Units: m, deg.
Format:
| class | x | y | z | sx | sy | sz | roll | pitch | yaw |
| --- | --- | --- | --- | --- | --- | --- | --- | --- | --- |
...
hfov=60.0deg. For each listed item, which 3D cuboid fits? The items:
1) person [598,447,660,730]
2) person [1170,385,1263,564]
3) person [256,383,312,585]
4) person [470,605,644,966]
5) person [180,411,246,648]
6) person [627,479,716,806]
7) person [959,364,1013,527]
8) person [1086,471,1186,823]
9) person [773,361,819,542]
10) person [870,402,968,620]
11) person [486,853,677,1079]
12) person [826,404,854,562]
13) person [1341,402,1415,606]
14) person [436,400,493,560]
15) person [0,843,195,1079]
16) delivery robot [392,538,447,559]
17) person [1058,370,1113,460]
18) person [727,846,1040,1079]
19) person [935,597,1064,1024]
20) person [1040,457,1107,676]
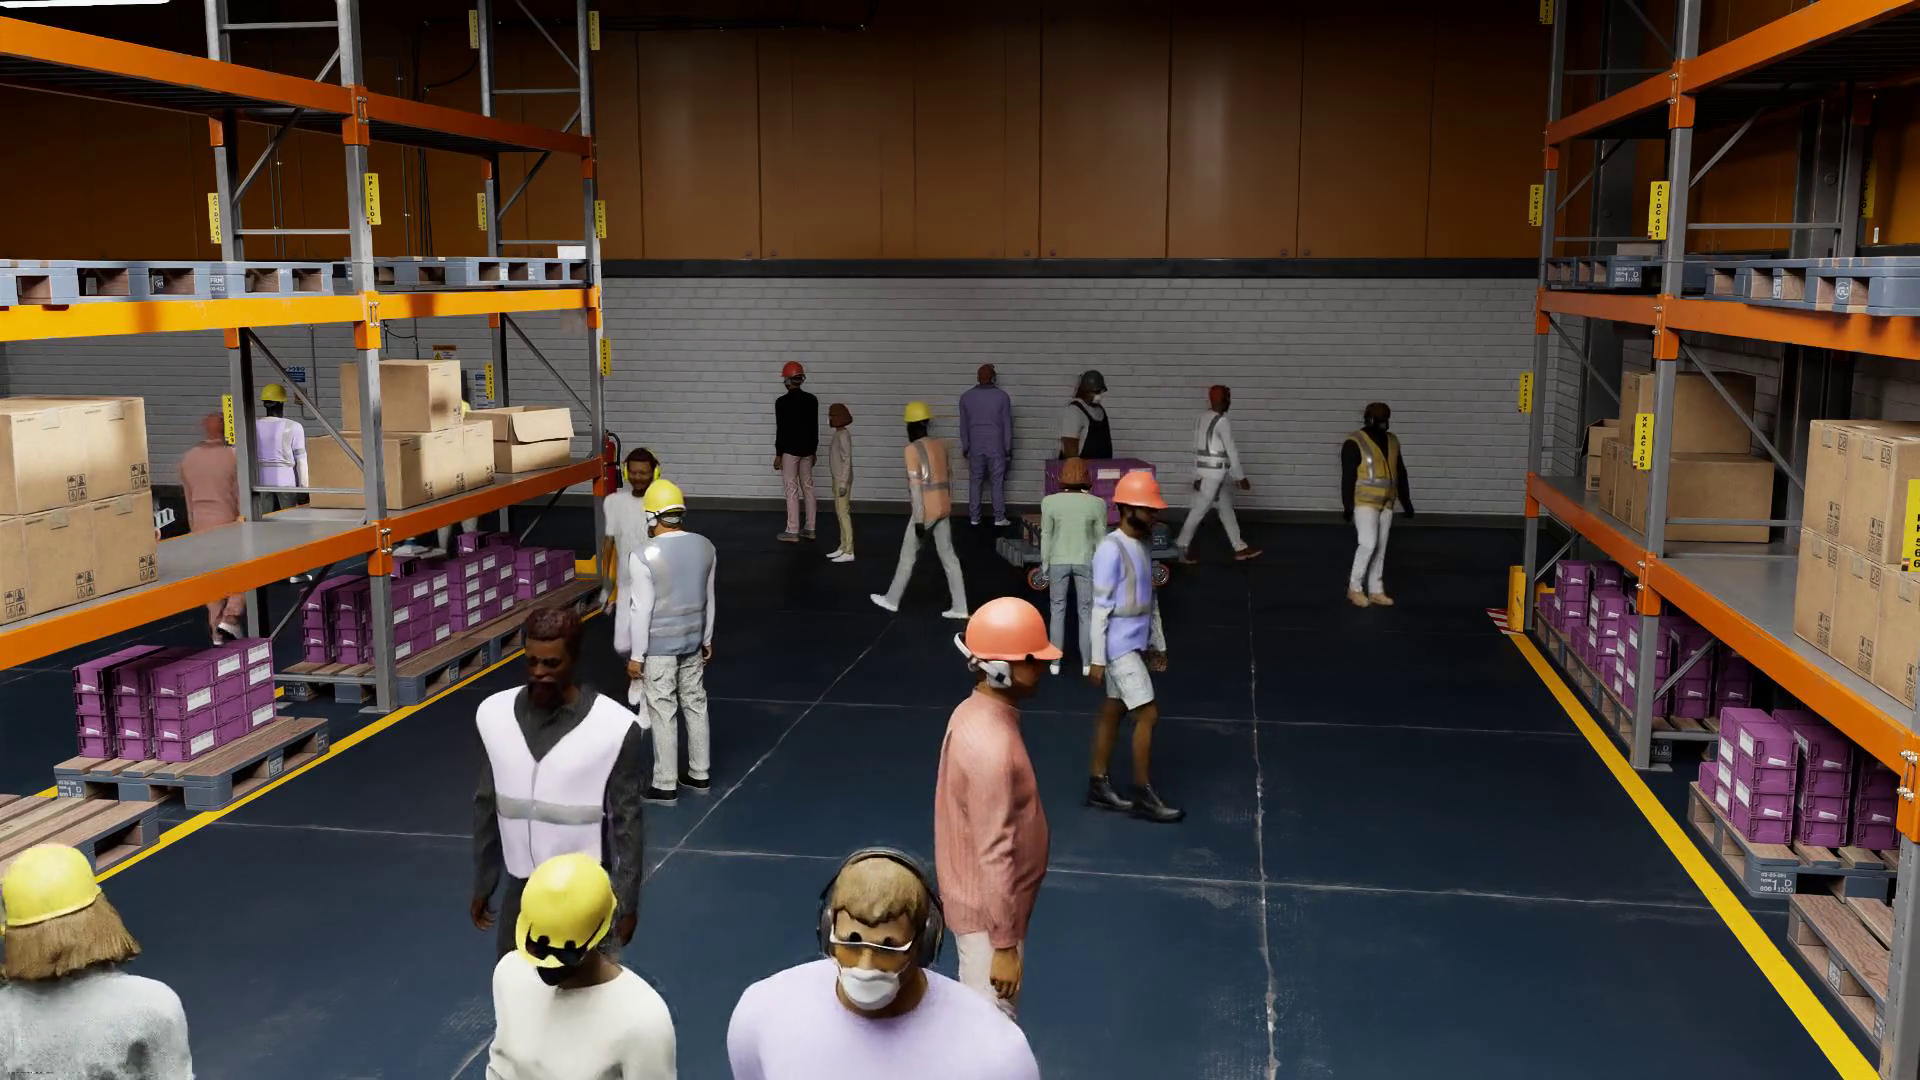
| class | x | y | z | sx | sy | sz | roll | pitch | yaw |
| --- | --- | --- | --- | --- | --- | --- | --- | --- | --- |
| person | -2.111 | 0.295 | 11.004 | 0.549 | 1.855 | 0.569 | 0 | 9 | -3 |
| person | 2.612 | -0.663 | 17.020 | 1.022 | 1.831 | 0.585 | -1 | 9 | -8 |
| person | -6.501 | -0.528 | 15.853 | 0.595 | 1.925 | 0.373 | 0 | 9 | -3 |
| person | -1.342 | 1.139 | 5.634 | 0.615 | 1.904 | 0.648 | 2 | 9 | 14 |
| person | -5.812 | -0.078 | 13.168 | 0.666 | 1.889 | 0.427 | 3 | 10 | 17 |
| person | -1.636 | 0.572 | 9.363 | 0.404 | 1.829 | 0.600 | 7 | 12 | 39 |
| person | 0.324 | -1.103 | 19.463 | 0.636 | 1.910 | 0.404 | 3 | 10 | 19 |
| person | 1.013 | 0.582 | 9.043 | 0.750 | 1.911 | 0.575 | 4 | 10 | 24 |
| person | -1.828 | -0.982 | 18.446 | 0.393 | 1.992 | 0.622 | 8 | 12 | 40 |
| person | -0.326 | -0.252 | 14.362 | 0.990 | 1.861 | 0.597 | 7 | 11 | 36 |
| person | -0.832 | 1.505 | 3.973 | 0.544 | 1.711 | 0.823 | 6 | 11 | 33 |
| person | -1.244 | -0.589 | 17.146 | 0.291 | 1.631 | 0.517 | -2 | 9 | -12 |
| person | 3.705 | -0.324 | 14.881 | 0.650 | 1.833 | 0.454 | -6 | 11 | -34 |
| person | -4.637 | -0.408 | 15.483 | 0.616 | 1.806 | 0.441 | -4 | 10 | -23 |
| person | -1.971 | 1.544 | 3.723 | 0.507 | 1.711 | 0.742 | 0 | 9 | -2 |
| delivery robot | -5.005 | 0.223 | 15.154 | 0.477 | 0.478 | 0.707 | 3 | 10 | 21 |
| person | 1.331 | -0.773 | 17.015 | 0.966 | 2.000 | 0.698 | 6 | 11 | 34 |
| person | -0.147 | 1.504 | 3.318 | 0.643 | 1.923 | 0.661 | 3 | 10 | 17 |
| person | 0.120 | 1.158 | 5.247 | 0.396 | 1.992 | 0.622 | -1 | 9 | -5 |
| person | 0.840 | 0.196 | 12.320 | 0.494 | 1.624 | 0.280 | 1 | 9 | 3 |
